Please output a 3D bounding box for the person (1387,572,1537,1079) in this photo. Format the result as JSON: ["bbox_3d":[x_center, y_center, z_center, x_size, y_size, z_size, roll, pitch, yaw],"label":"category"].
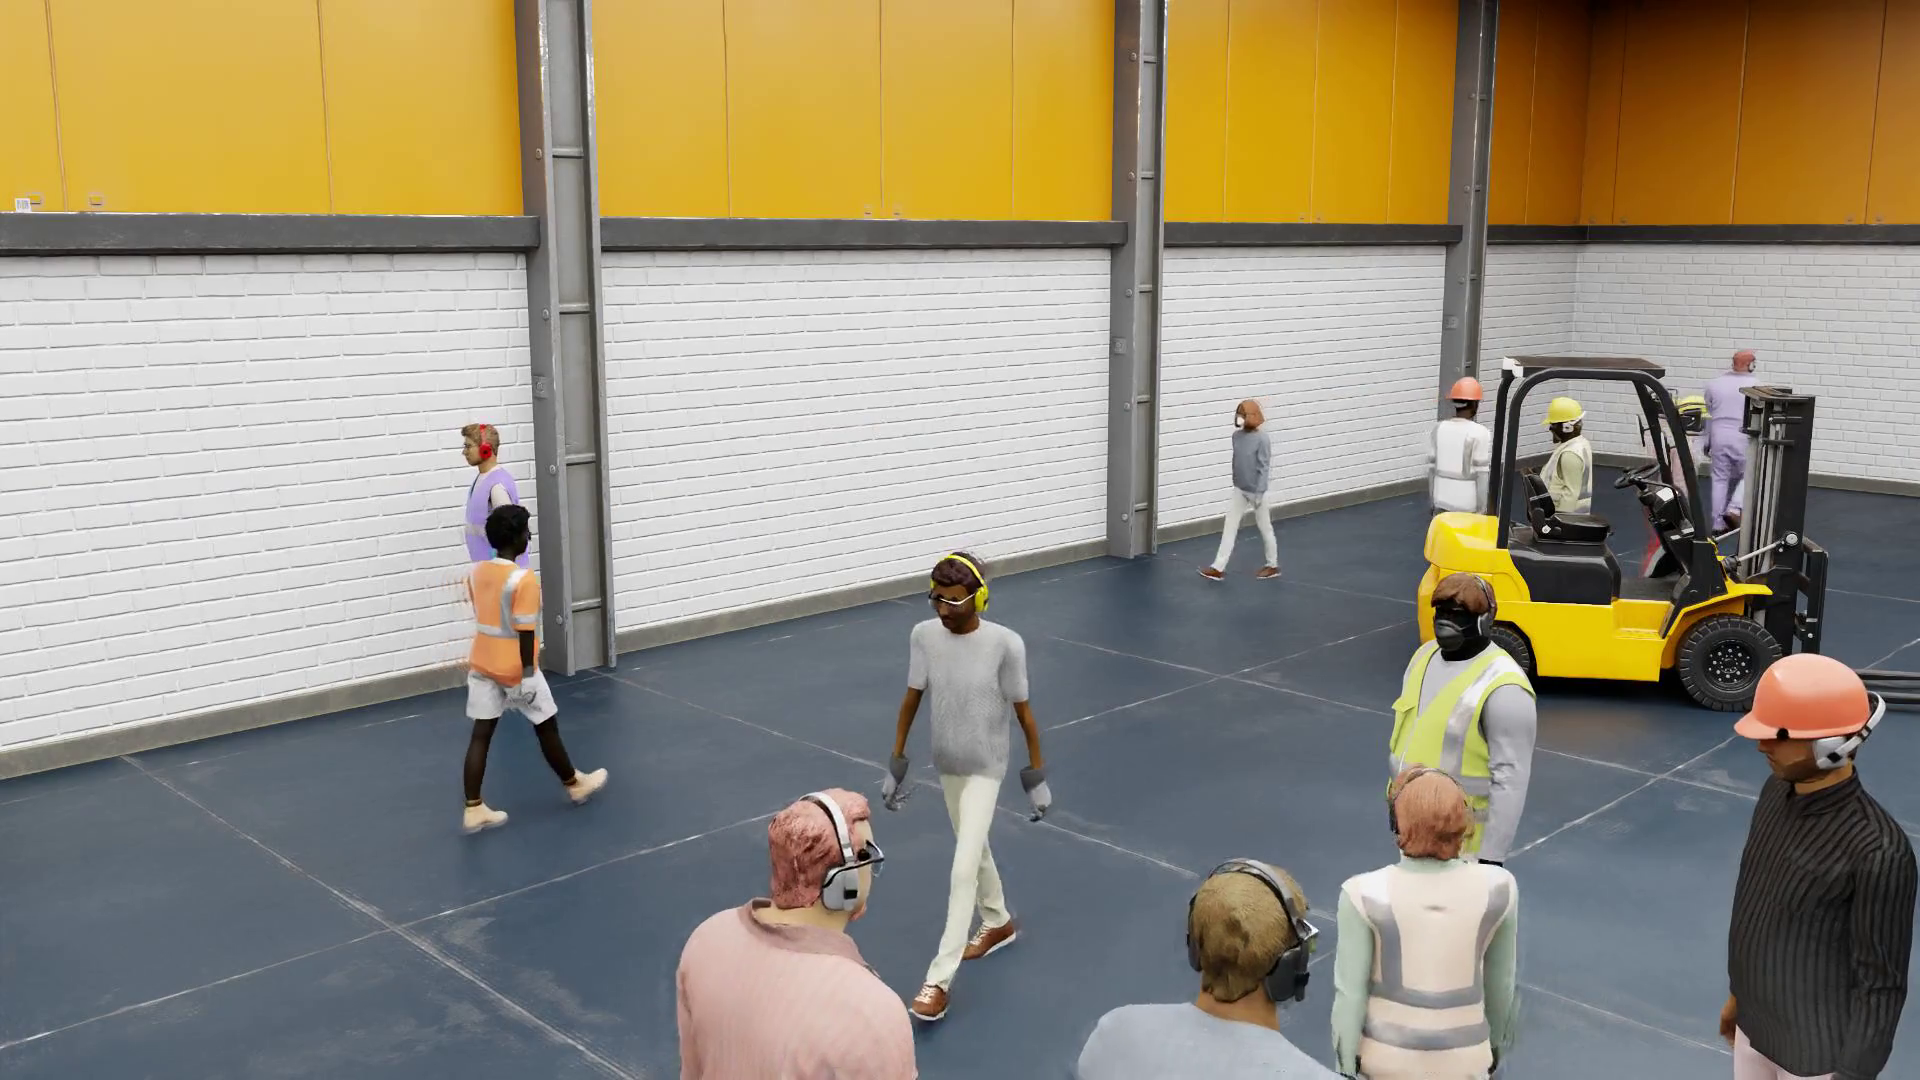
[{"bbox_3d":[1.737,1.019,5.926,0.429,1.845,0.630,-3,11,-18],"label":"person"}]

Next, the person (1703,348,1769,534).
[{"bbox_3d":[7.742,-0.968,16.643,0.659,1.894,0.459,10,14,44],"label":"person"}]

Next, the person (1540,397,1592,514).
[{"bbox_3d":[4.467,-0.150,12.354,0.403,1.824,0.586,4,11,22],"label":"person"}]

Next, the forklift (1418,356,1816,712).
[{"bbox_3d":[4.276,-0.101,11.076,2.313,2.155,1.214,2,11,13],"label":"forklift"}]

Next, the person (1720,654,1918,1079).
[{"bbox_3d":[2.121,1.256,4.246,0.391,1.986,0.609,0,10,-2],"label":"person"}]

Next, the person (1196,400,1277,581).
[{"bbox_3d":[2.472,-0.423,14.464,0.842,1.580,0.519,-6,12,-31],"label":"person"}]

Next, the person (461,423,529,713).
[{"bbox_3d":[-2.934,0.176,10.523,0.375,1.841,0.575,-5,12,-25],"label":"person"}]

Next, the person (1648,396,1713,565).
[{"bbox_3d":[5.811,-0.269,13.189,0.684,1.740,0.554,3,11,14],"label":"person"}]

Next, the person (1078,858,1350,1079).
[{"bbox_3d":[0.524,1.501,3.072,0.660,1.922,0.546,9,14,41],"label":"person"}]

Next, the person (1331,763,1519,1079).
[{"bbox_3d":[1.256,1.405,4.457,0.519,1.598,0.822,0,10,-2],"label":"person"}]

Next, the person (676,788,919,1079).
[{"bbox_3d":[-0.237,1.435,3.600,0.956,1.857,0.684,-9,14,-41],"label":"person"}]

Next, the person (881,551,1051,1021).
[{"bbox_3d":[0.002,0.921,6.563,0.624,1.805,1.005,7,12,32],"label":"person"}]

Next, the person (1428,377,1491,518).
[{"bbox_3d":[3.870,-0.298,12.890,0.440,1.917,0.575,-8,13,-37],"label":"person"}]

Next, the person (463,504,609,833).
[{"bbox_3d":[-2.239,0.630,8.535,0.557,1.649,0.847,8,13,37],"label":"person"}]
